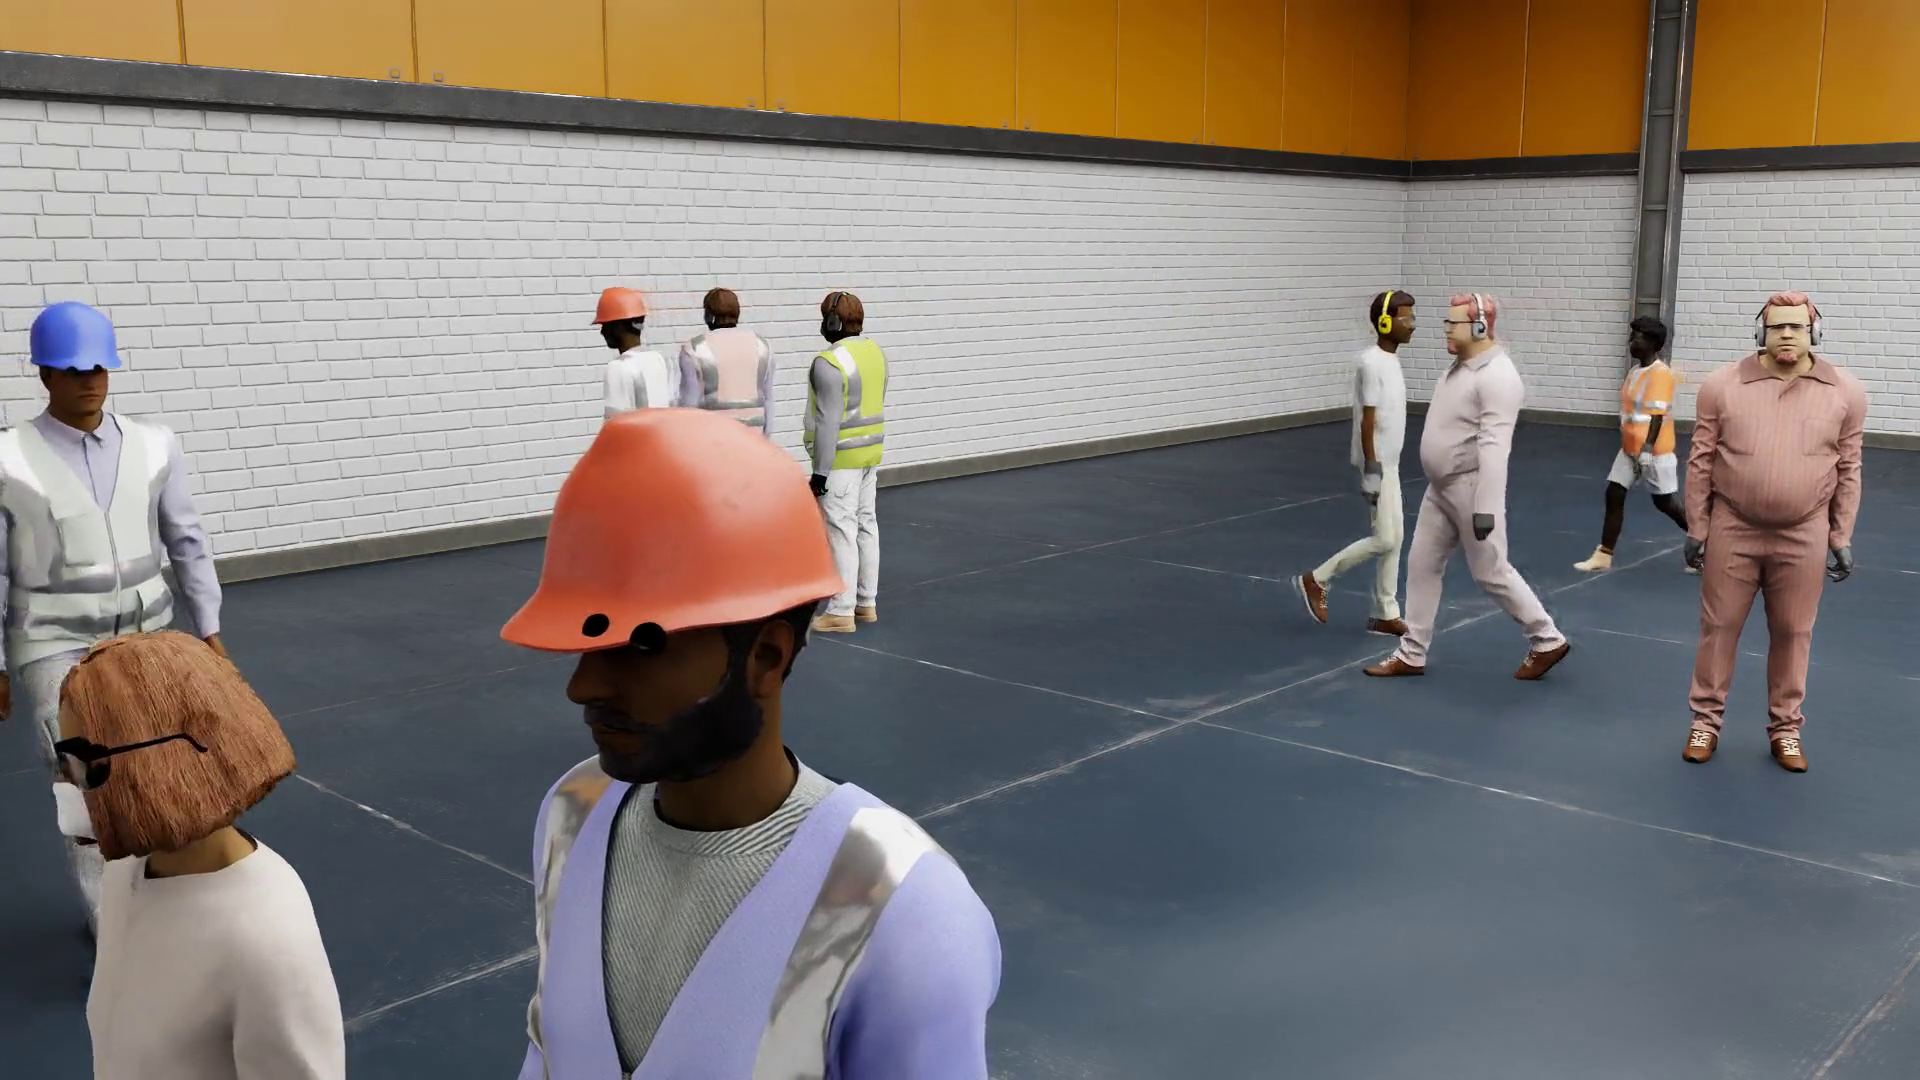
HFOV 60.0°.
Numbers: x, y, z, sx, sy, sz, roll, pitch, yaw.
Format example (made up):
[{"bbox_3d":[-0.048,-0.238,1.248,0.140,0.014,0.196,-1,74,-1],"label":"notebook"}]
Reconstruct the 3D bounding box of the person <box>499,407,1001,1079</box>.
[{"bbox_3d":[-0.231,0.840,1.590,0.545,1.938,0.357,7,12,34],"label":"person"}]

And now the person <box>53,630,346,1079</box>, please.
[{"bbox_3d":[-0.930,0.918,2.063,0.517,1.625,0.308,9,14,43],"label":"person"}]

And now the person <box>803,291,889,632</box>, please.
[{"bbox_3d":[-0.637,-0.422,9.053,0.429,1.844,0.626,5,11,24],"label":"person"}]

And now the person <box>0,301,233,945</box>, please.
[{"bbox_3d":[-2.382,0.301,4.694,0.837,1.914,0.620,7,12,35],"label":"person"}]

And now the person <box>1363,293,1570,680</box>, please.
[{"bbox_3d":[2.477,-0.239,7.930,0.927,1.875,0.652,-1,10,-5],"label":"person"}]

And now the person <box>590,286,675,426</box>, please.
[{"bbox_3d":[-1.631,-0.377,8.696,0.984,1.890,0.546,3,10,16],"label":"person"}]

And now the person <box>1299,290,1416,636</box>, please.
[{"bbox_3d":[2.199,-0.396,8.860,0.610,1.858,0.530,6,11,30],"label":"person"}]

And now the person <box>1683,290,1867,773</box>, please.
[{"bbox_3d":[3.224,-0.030,6.629,0.639,1.911,0.406,4,11,21],"label":"person"}]

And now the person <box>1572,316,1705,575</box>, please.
[{"bbox_3d":[4.416,-0.589,10.531,0.846,1.665,0.539,0,10,0],"label":"person"}]

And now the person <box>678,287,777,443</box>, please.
[{"bbox_3d":[-1.409,-0.584,9.989,0.641,1.840,0.429,-7,12,-34],"label":"person"}]
